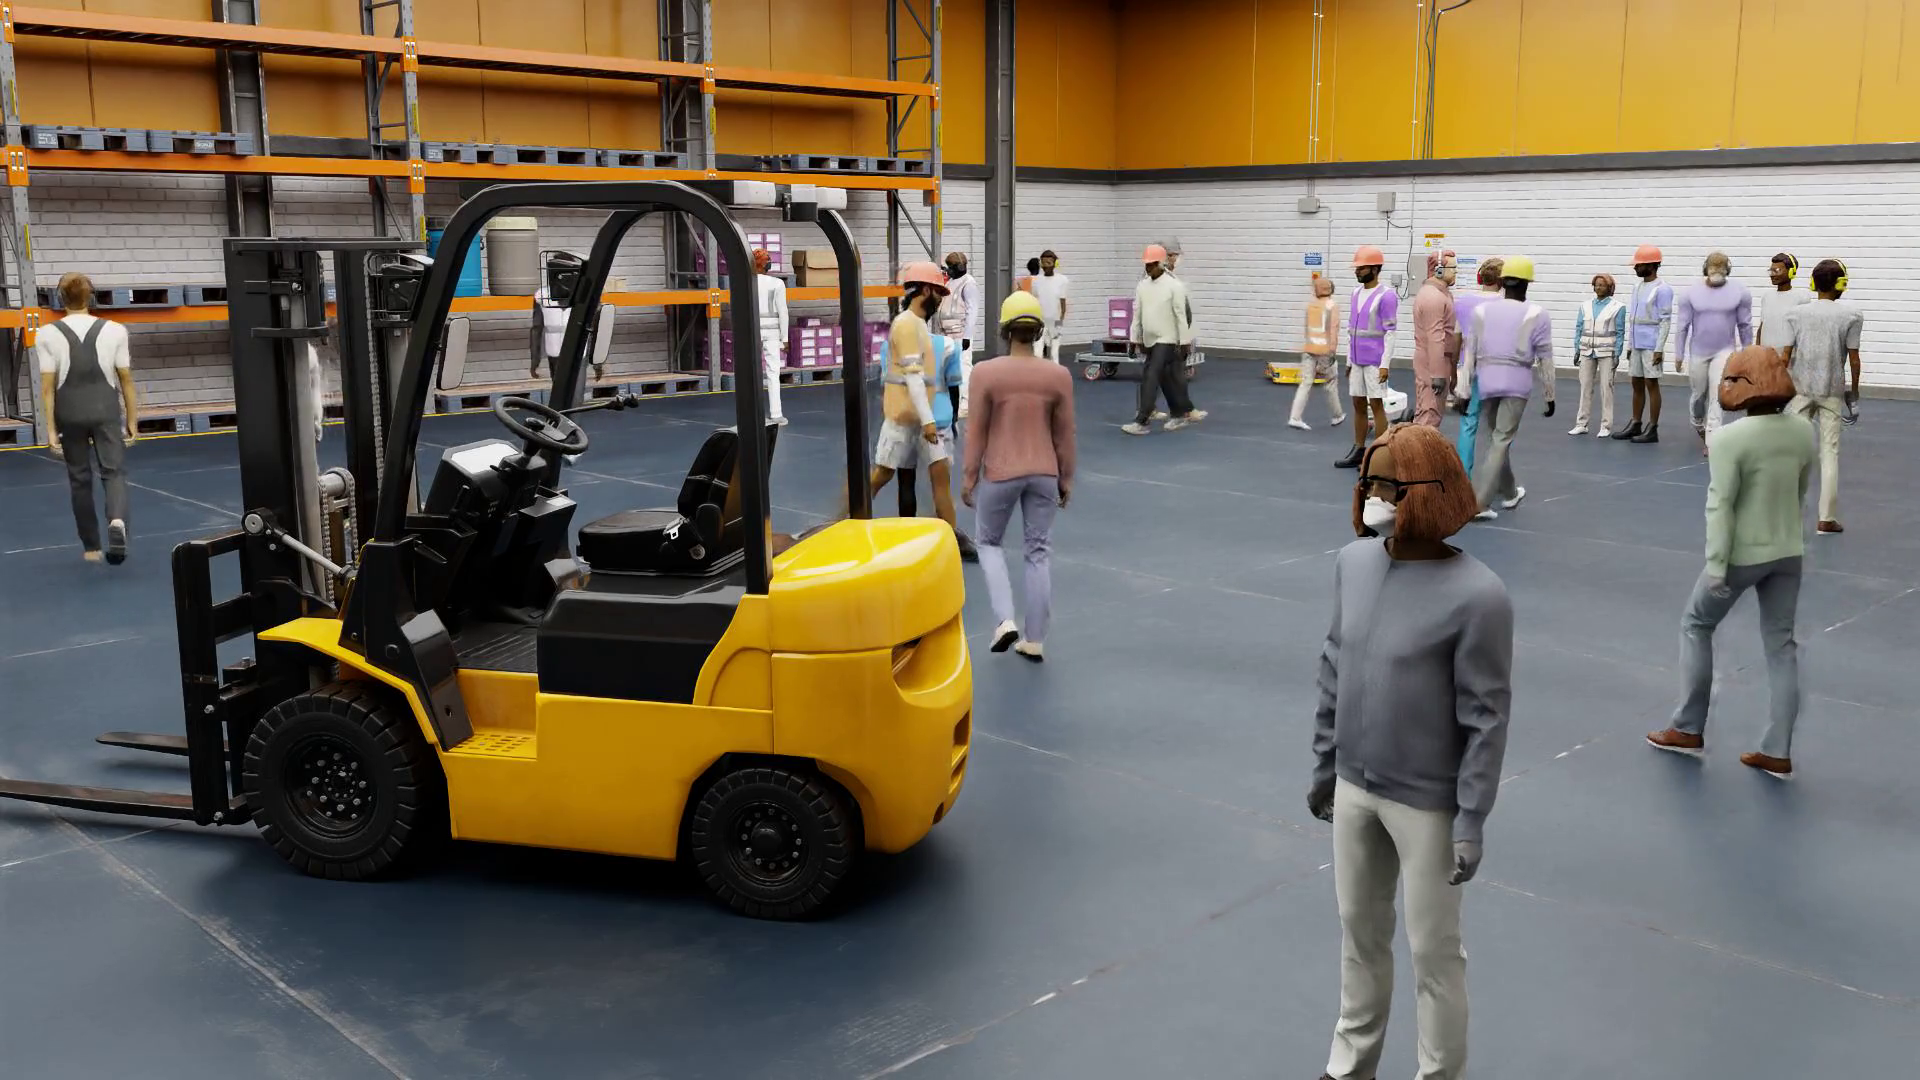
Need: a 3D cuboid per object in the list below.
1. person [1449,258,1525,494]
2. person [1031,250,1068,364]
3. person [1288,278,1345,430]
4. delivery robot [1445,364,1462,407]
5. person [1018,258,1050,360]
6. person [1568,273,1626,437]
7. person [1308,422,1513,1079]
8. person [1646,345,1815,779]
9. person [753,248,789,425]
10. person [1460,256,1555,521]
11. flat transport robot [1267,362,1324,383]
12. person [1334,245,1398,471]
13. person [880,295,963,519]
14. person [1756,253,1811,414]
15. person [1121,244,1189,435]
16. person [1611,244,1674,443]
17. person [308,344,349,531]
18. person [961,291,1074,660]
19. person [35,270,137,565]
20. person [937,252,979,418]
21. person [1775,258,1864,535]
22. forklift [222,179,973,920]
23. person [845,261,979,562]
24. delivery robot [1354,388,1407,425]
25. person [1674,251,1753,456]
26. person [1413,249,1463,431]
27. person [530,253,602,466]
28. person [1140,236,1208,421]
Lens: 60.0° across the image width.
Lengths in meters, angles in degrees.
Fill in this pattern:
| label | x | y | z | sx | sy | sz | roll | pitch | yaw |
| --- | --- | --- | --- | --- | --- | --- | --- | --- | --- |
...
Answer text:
| label | x | y | z | sx | sy | sz | roll | pitch | yaw |
| --- | --- | --- | --- | --- | --- | --- | --- | --- | --- |
| person | 4.129 | -1.282 | 13.067 | 0.569 | 1.843 | 0.373 | 6 | 12 | 28 |
| person | 1.062 | -2.624 | 20.409 | 0.507 | 1.833 | 0.796 | 3 | 11 | 14 |
| person | 3.788 | -1.951 | 17.439 | 0.858 | 1.573 | 0.559 | -8 | 13 | -37 |
| delivery robot | 5.652 | -1.763 | 18.957 | 0.477 | 0.478 | 0.707 | 8 | 13 | 38 |
| person | 1.166 | -3.472 | 25.470 | 0.557 | 1.660 | 0.794 | 5 | 11 | 25 |
| person | 6.434 | -1.859 | 16.764 | 0.308 | 1.645 | 0.514 | -9 | 14 | -41 |
| person | 0.948 | 0.558 | 3.610 | 0.280 | 1.634 | 0.498 | -6 | 12 | -31 |
| person | 2.975 | 0.070 | 6.346 | 0.520 | 1.611 | 0.663 | -3 | 11 | -16 |
| person | -2.093 | -2.146 | 17.680 | 0.574 | 1.883 | 0.355 | 2 | 11 | 11 |
| person | 3.959 | -1.094 | 11.970 | 0.610 | 1.867 | 1.001 | 9 | 14 | 41 |
| flat transport robot | 4.637 | -2.321 | 23.030 | 0.652 | 0.197 | 1.431 | 1 | 10 | 6 |
| person | 3.486 | -1.548 | 14.267 | 0.379 | 1.937 | 0.548 | -5 | 11 | -24 |
| person | -0.247 | -0.730 | 10.458 | 0.540 | 1.696 | 0.317 | -3 | 11 | -16 |
| person | 7.085 | -1.542 | 14.435 | 0.316 | 1.865 | 0.532 | -4 | 11 | -23 |
| person | 2.026 | -2.060 | 17.088 | 1.044 | 1.934 | 0.628 | -8 | 13 | -38 |
| person | 6.696 | -1.913 | 16.265 | 0.376 | 1.934 | 0.547 | -2 | 11 | -11 |
| person | -4.370 | -0.772 | 10.965 | 0.800 | 1.601 | 0.528 | 3 | 11 | 15 |
| person | 0.273 | -0.300 | 7.926 | 0.569 | 1.753 | 0.401 | -3 | 11 | -16 |
| person | -5.262 | -0.715 | 10.065 | 0.514 | 1.820 | 0.750 | -6 | 12 | -29 |
| person | -0.034 | -2.286 | 18.560 | 0.429 | 1.842 | 0.626 | -5 | 12 | -26 |
| person | 5.835 | -0.971 | 11.319 | 0.526 | 1.865 | 0.315 | 8 | 13 | 37 |
| forklift | -1.114 | -0.058 | 5.440 | 2.313 | 2.155 | 1.214 | 2 | 11 | 13 |
| person | -0.320 | -0.786 | 10.332 | 1.033 | 1.867 | 0.561 | 3 | 11 | 18 |
| delivery robot | 4.254 | -1.368 | 16.800 | 0.477 | 0.478 | 0.707 | 7 | 12 | 33 |
| person | 7.026 | -1.750 | 15.533 | 0.670 | 1.894 | 0.908 | 5 | 12 | 27 |
| person | 3.814 | -1.355 | 13.298 | 0.410 | 1.908 | 0.643 | 2 | 11 | 10 |
| person | -3.496 | -1.602 | 14.775 | 0.597 | 1.860 | 1.041 | 0 | 10 | 2 |
| person | 2.356 | -2.312 | 18.152 | 0.857 | 2.000 | 0.698 | 0 | 10 | 0 |
